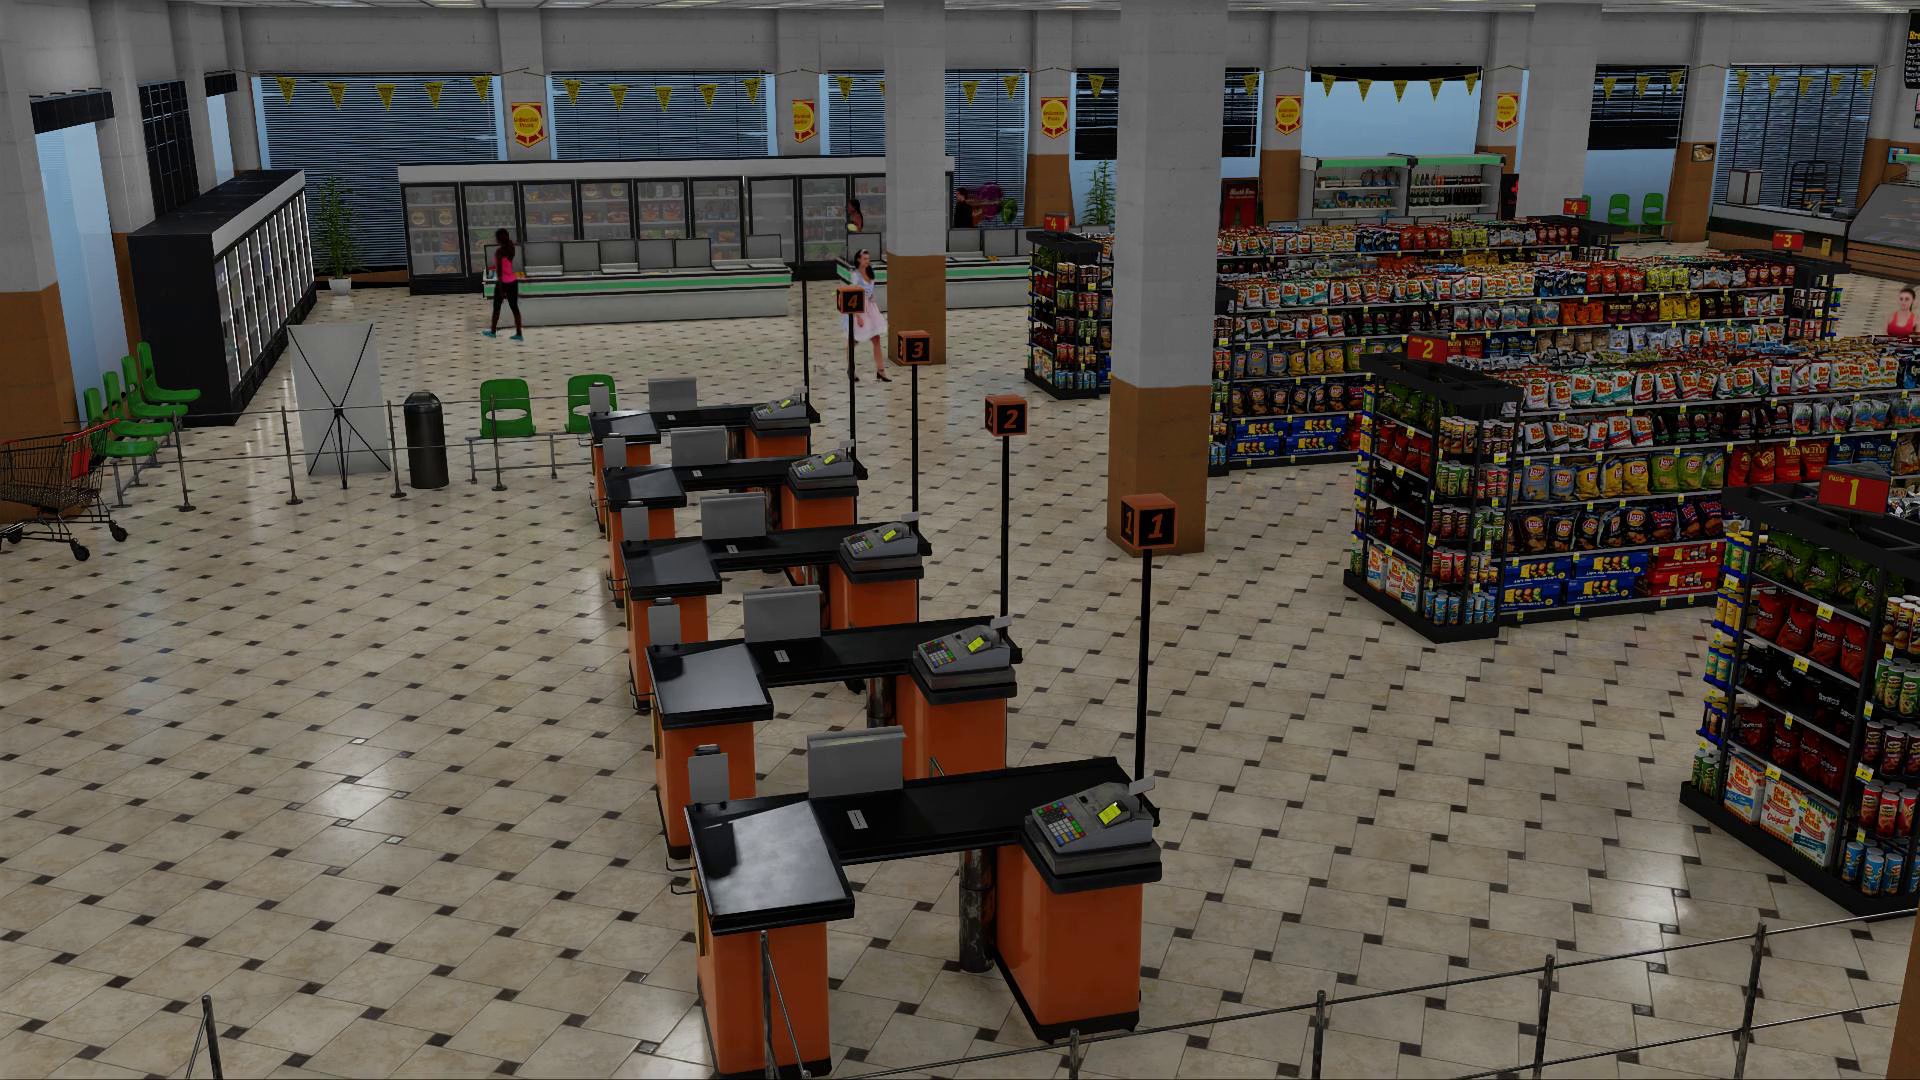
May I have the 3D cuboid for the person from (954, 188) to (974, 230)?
[{"bbox_3d":[0.126,-5.599,30.867,1.003,1.819,0.786,-7,18,-21],"label":"person"}]

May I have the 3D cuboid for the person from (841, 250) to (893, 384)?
[{"bbox_3d":[-1.381,-2.984,22.319,1.044,1.783,1.055,14,22,39],"label":"person"}]

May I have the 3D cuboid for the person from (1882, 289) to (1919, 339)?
[{"bbox_3d":[10.942,-2.065,19.412,0.922,1.712,1.115,15,23,41],"label":"person"}]

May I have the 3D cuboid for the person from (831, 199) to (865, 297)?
[{"bbox_3d":[-1.768,-5.187,29.705,1.133,1.706,0.598,-5,18,-17],"label":"person"}]

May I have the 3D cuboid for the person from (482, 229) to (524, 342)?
[{"bbox_3d":[-6.861,-3.883,25.417,0.973,1.703,0.926,10,20,30],"label":"person"}]
